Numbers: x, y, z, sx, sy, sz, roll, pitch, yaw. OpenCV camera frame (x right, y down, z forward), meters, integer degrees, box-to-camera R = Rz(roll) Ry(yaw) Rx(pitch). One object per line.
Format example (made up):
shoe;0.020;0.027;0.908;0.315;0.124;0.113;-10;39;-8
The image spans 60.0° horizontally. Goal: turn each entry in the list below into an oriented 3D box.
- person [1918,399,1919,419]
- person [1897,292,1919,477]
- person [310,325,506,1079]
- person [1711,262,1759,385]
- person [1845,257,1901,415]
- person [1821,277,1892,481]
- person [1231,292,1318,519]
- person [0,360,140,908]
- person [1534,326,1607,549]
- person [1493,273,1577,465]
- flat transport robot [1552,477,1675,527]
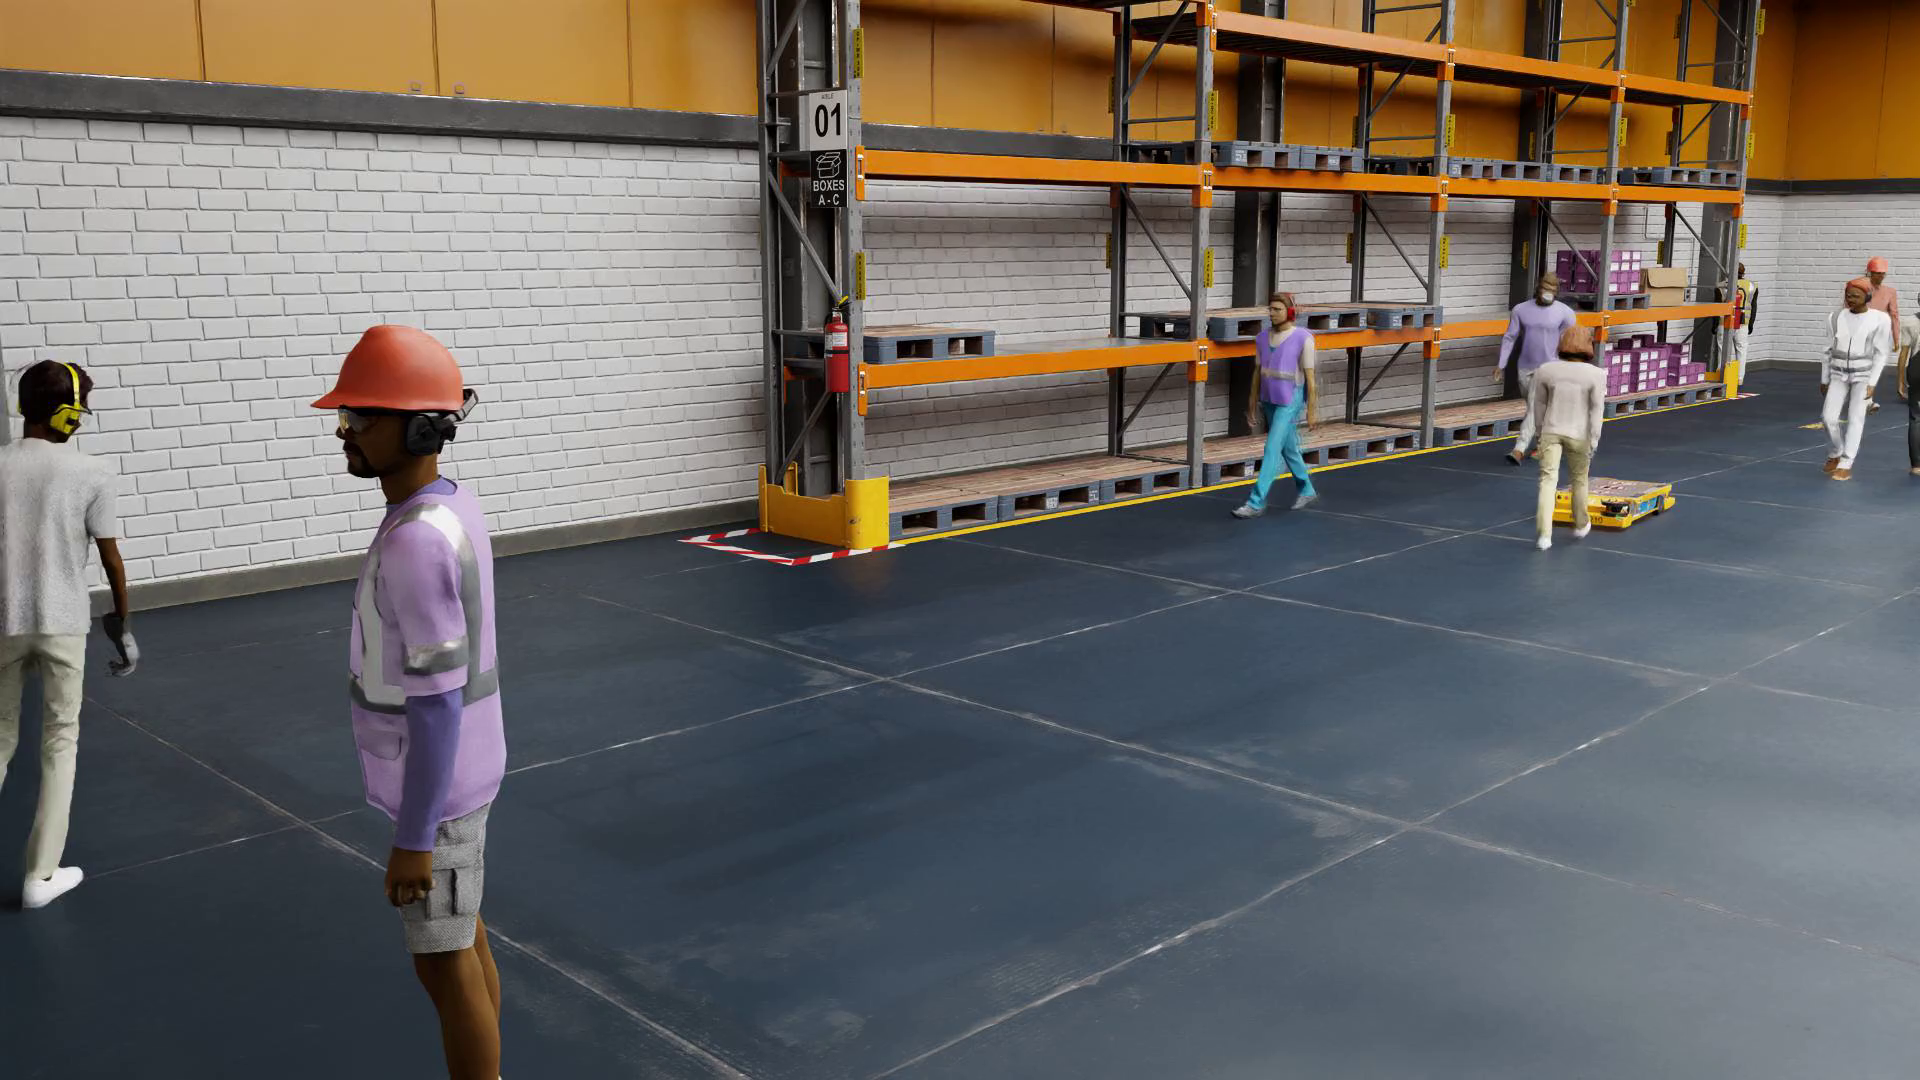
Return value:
person;6.877;-0.750;11.564;0.407;1.787;0.721;7;12;32
person;8.998;-1.489;15.448;0.536;1.825;0.412;5;12;26
person;-1.216;0.542;3.770;0.361;2.048;0.611;-2;11;-13
person;11.597;-3.240;24.959;0.625;1.844;0.429;1;10;8
person;11.411;-2.527;20.749;0.653;1.951;0.961;0;10;0
person;8.146;-1.463;15.208;0.429;1.864;0.577;-9;14;-41
person;2.574;-1.088;13.340;0.994;1.799;0.579;-7;12;-32
person;-3.109;0.314;5.613;0.575;1.825;0.448;-3;11;-16
person;4.403;-0.747;12.043;0.516;1.591;0.859;6;12;31
person;5.673;-1.678;16.366;0.649;1.868;1.057;10;14;43
flat transport robot;5.187;-0.317;13.298;0.652;0.197;1.431;8;13;37
